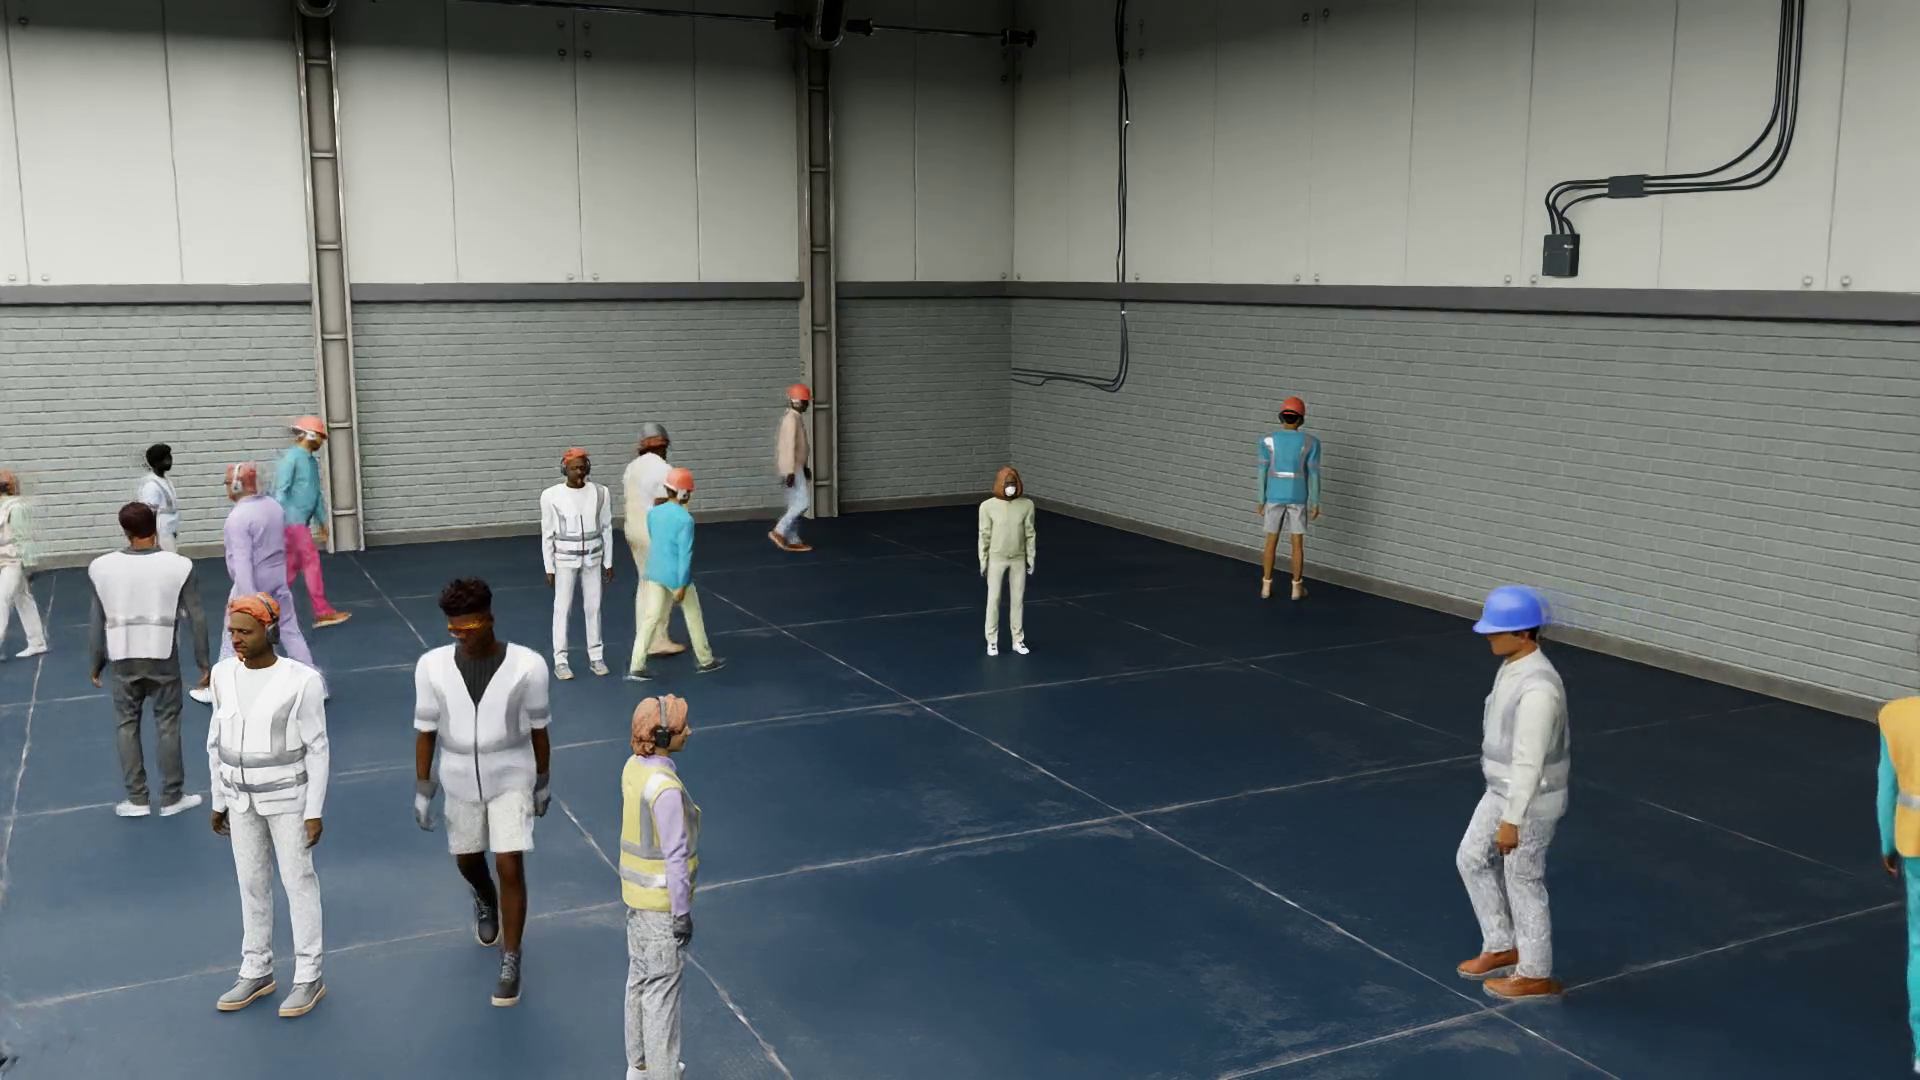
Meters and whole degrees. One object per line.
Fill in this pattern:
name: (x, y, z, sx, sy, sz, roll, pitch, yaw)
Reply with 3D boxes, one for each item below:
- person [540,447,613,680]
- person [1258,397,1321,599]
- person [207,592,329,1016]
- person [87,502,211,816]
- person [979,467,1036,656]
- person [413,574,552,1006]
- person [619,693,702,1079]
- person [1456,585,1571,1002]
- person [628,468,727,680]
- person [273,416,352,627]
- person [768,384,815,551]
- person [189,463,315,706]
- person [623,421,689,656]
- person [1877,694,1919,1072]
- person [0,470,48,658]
person: (-3.081, 0.186, 13.410, 0.569, 1.876, 0.349, -5, 11, -29)
person: (3.301, -0.420, 16.686, 0.624, 2.030, 0.448, 3, 10, 18)
person: (-3.062, 1.163, 7.349, 0.573, 1.883, 0.356, 2, 9, 13)
person: (-4.885, 0.727, 9.998, 0.683, 1.900, 0.433, -3, 10, -17)
person: (0.404, 0.183, 14.184, 0.501, 1.627, 0.283, -2, 10, -15)
person: (-2.184, 1.084, 7.710, 0.608, 1.931, 0.858, 0, 9, -2)
person: (-1.180, 1.413, 6.553, 0.311, 1.639, 0.521, -5, 10, -28)
person: (2.435, 1.140, 7.370, 0.559, 1.917, 0.625, 1, 9, 7)
person: (-2.326, 0.276, 13.381, 0.563, 1.706, 0.894, 7, 12, 37)
person: (-6.022, -0.160, 15.341, 0.844, 1.929, 0.687, -1, 9, -6)
person: (-1.916, -0.831, 19.375, 0.472, 1.972, 0.617, -1, 9, -5)
person: (-5.292, 0.343, 12.498, 0.986, 1.855, 0.648, 2, 9, 11)
person: (-2.608, -0.054, 14.359, 0.564, 2.000, 0.752, -8, 12, -39)
person: (3.976, 1.267, 6.653, 0.550, 1.900, 0.608, -9, 13, -44)
person: (-8.056, 0.231, 13.896, 0.546, 1.607, 0.763, 8, 12, 41)
